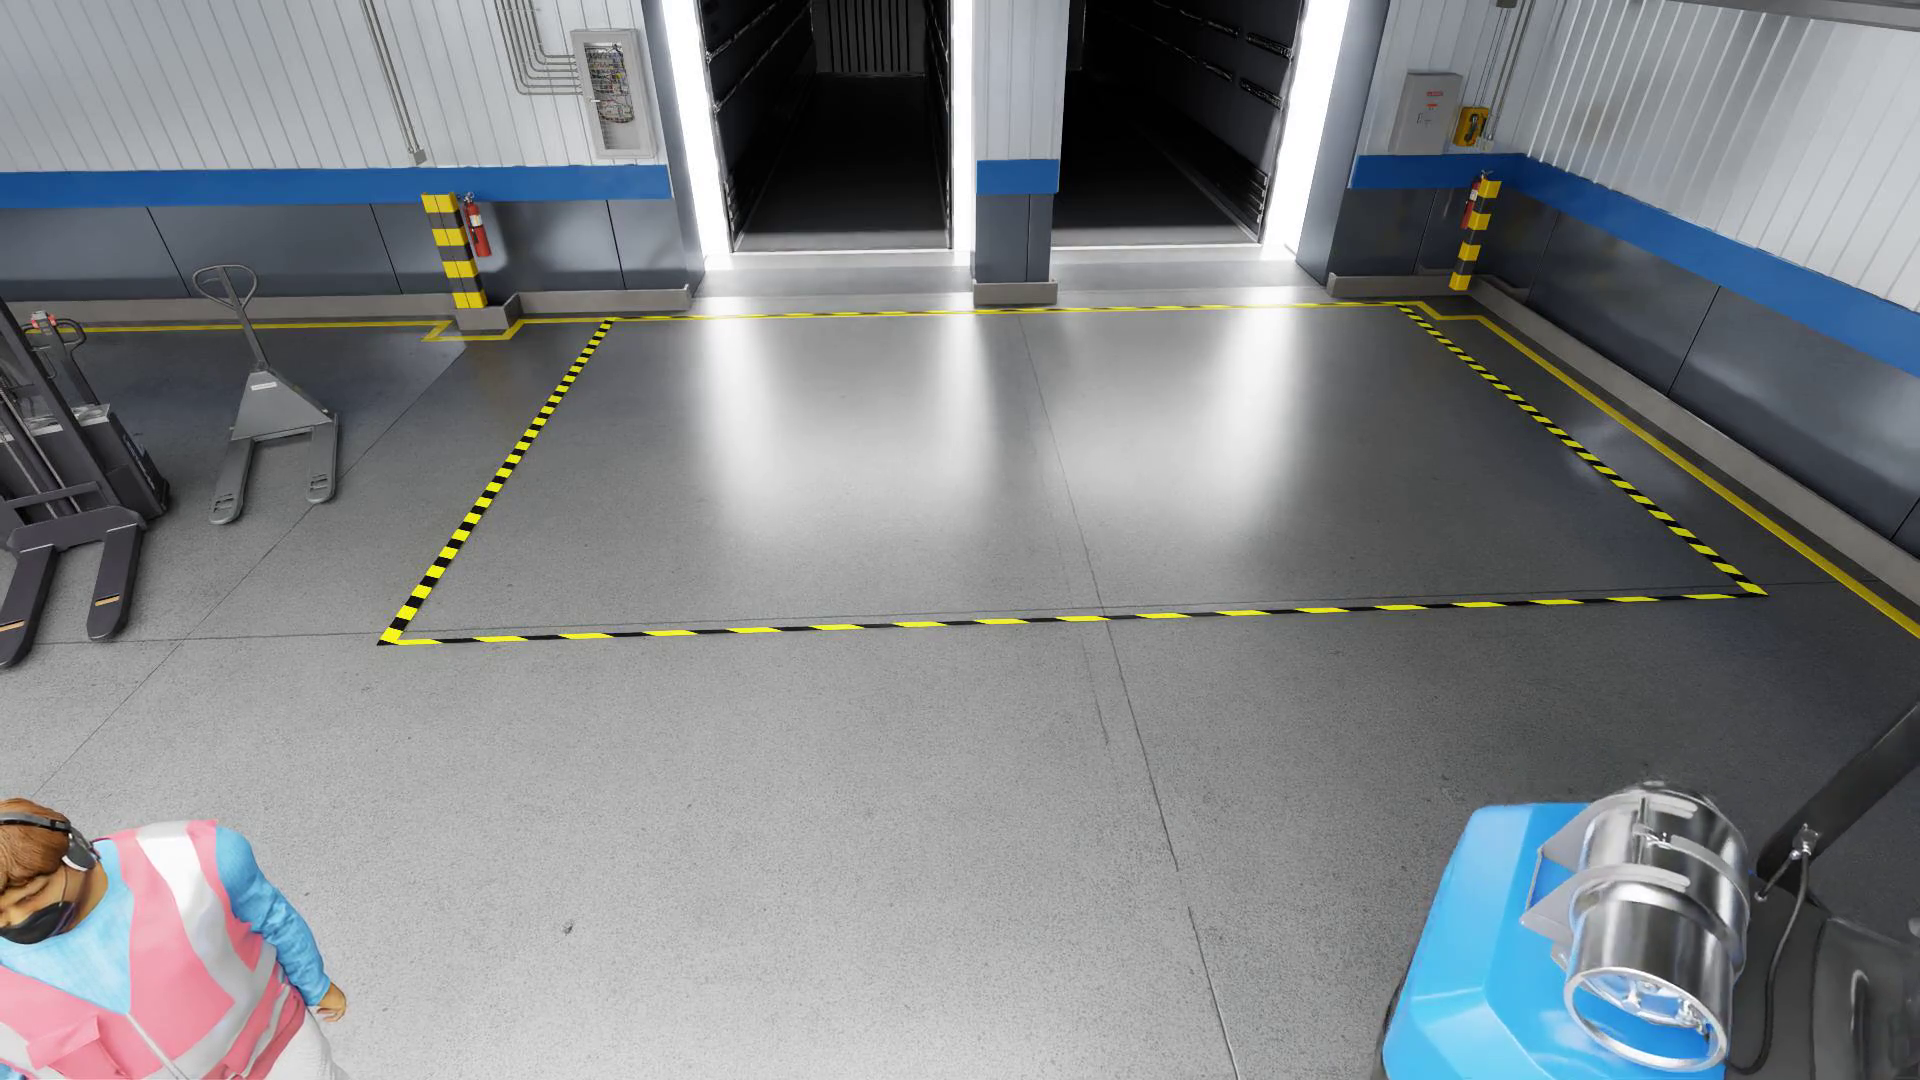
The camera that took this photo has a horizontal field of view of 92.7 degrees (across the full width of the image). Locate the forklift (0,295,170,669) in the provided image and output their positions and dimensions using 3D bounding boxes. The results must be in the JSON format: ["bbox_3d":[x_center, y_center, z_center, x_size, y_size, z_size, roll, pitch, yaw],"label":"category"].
[{"bbox_3d":[-5.212,-0.618,4.878,0.823,1.965,1.885,-20,39,-26],"label":"forklift"}]

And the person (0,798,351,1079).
[{"bbox_3d":[-1.887,1.289,2.273,0.429,1.841,0.632,28,44,34],"label":"person"}]

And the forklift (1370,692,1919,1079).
[{"bbox_3d":[2.469,1.277,1.844,2.680,2.036,1.157,23,41,29],"label":"forklift"}]

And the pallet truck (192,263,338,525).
[{"bbox_3d":[-4.778,-1.027,6.128,0.680,1.201,1.601,-17,38,-23],"label":"pallet truck"}]
